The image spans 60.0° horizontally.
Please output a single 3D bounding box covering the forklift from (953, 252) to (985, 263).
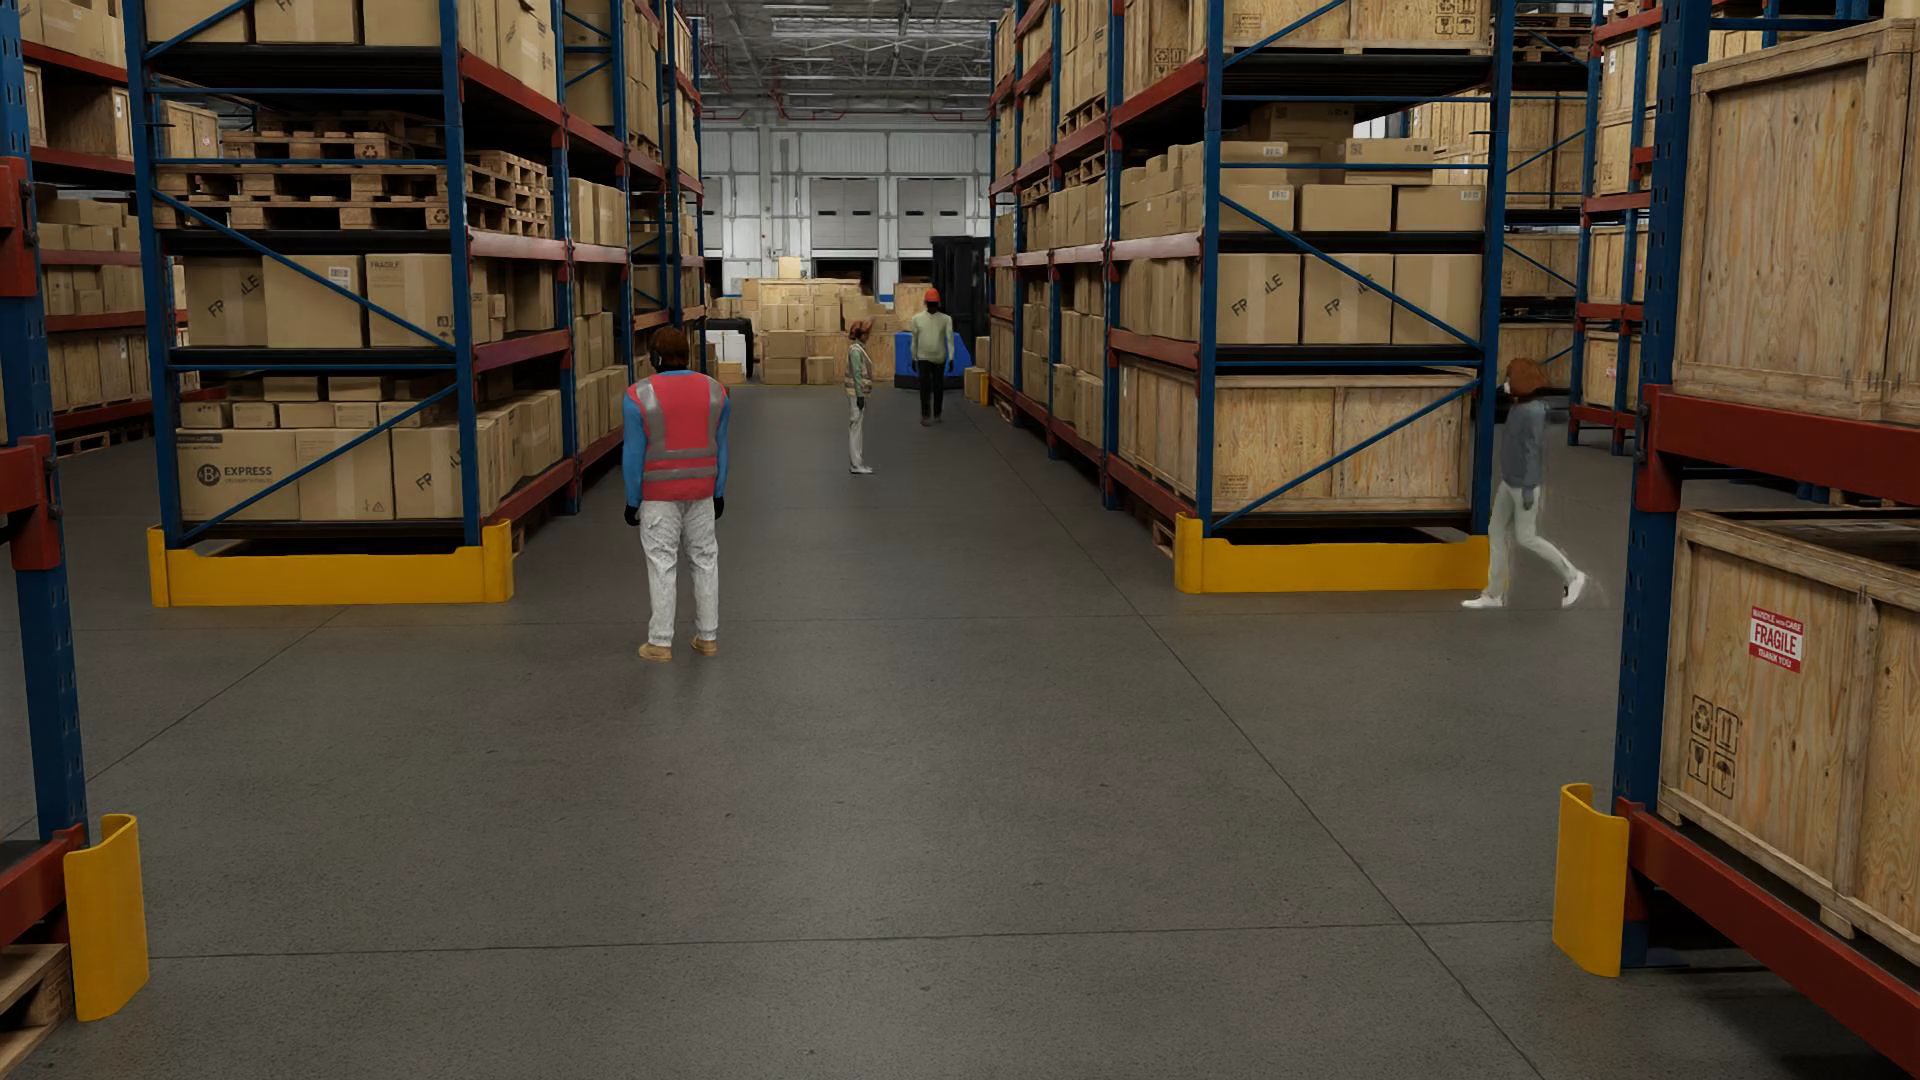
[{"bbox_3d":[0.278,-7.332,50.367,1.129,2.768,1.873,-2,9,-10],"label":"forklift"}]

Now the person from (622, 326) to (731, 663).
[{"bbox_3d":[-1.570,-0.248,9.143,0.627,1.844,0.429,-6,11,-34],"label":"person"}]

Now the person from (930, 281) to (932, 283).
[{"bbox_3d":[-1.060,-9.080,64.443,0.986,1.901,0.564,3,9,16],"label":"person"}]

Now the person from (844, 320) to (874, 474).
[{"bbox_3d":[-1.082,-1.525,17.797,0.308,1.639,0.510,0,9,-3],"label":"person"}]

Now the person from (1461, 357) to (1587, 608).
[{"bbox_3d":[3.588,-0.345,10.476,0.696,1.608,0.508,0,9,-1],"label":"person"}]

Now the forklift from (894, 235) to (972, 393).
[{"bbox_3d":[-0.175,-4.124,30.223,1.873,2.768,1.129,-6,11,-33],"label":"forklift"}]

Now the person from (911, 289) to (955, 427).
[{"bbox_3d":[-0.382,-2.583,23.537,0.619,1.940,1.056,0,9,-1],"label":"person"}]

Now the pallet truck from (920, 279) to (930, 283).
[{"bbox_3d":[-0.932,-8.922,63.114,1.885,1.965,0.823,2,9,13],"label":"pallet truck"}]
